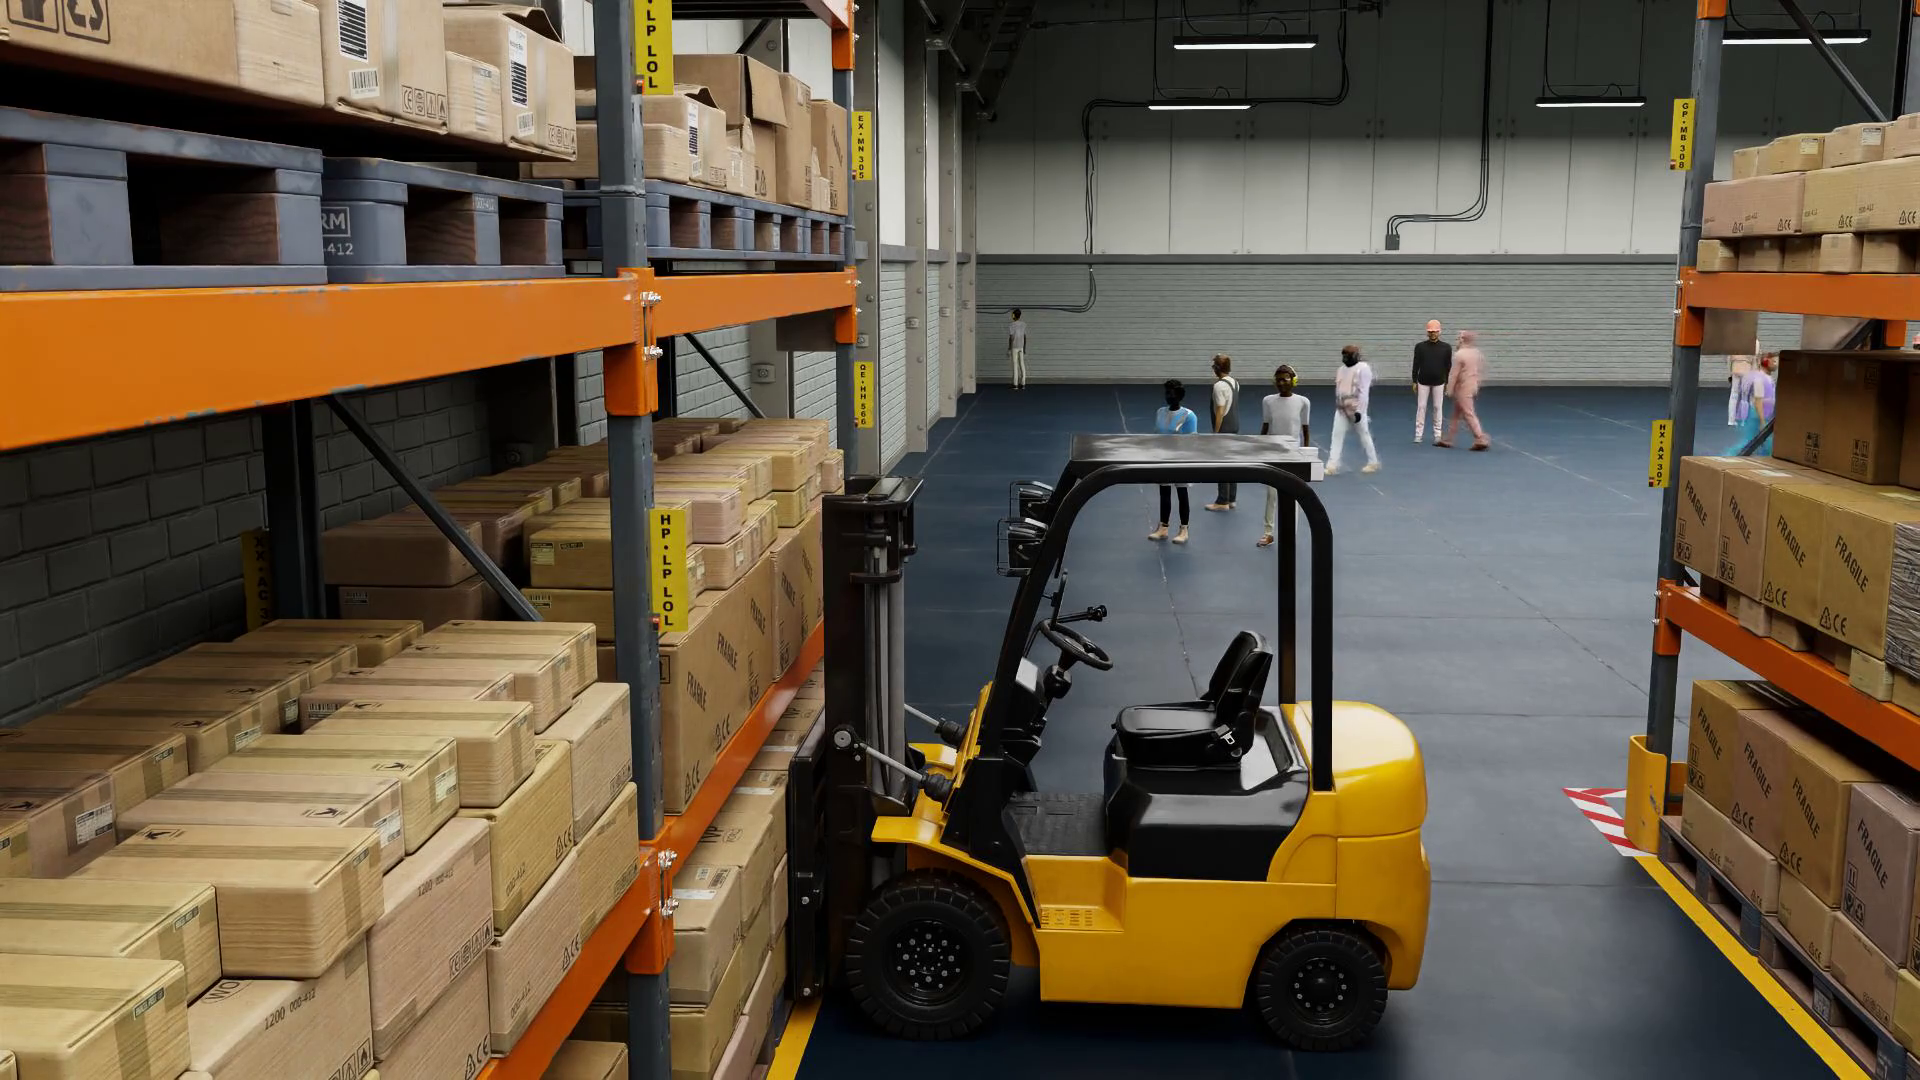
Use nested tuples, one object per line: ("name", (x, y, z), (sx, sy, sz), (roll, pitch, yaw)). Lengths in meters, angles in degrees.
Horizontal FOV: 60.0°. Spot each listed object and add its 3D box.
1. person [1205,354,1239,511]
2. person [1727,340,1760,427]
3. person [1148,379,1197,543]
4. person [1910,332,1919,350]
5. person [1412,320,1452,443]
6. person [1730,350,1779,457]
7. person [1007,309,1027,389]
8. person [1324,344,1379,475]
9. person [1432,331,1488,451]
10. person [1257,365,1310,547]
("person", (3.073, -1.251, 19.426), (0.351, 1.843, 0.506), (6, 11, 34))
("person", (13.932, -2.970, 29.573), (0.357, 1.930, 0.591), (-6, 11, -32))
("person", (2.208, -0.817, 17.229), (0.532, 1.697, 0.320), (9, 13, 44))
("person", (14.126, -2.126, 24.572), (0.978, 1.883, 0.567), (3, 10, 20))
("person", (7.607, -2.551, 26.837), (0.617, 1.994, 0.381), (3, 10, 15))
("person", (10.213, -1.530, 21.273), (0.979, 1.801, 0.586), (8, 12, 41))
("person", (1.314, -4.443, 38.683), (0.521, 1.873, 0.335), (-6, 11, -33))
("person", (5.413, -1.789, 22.852), (0.956, 1.801, 0.620), (-6, 11, -33))
("person", (7.850, -2.322, 25.900), (0.993, 1.861, 0.643), (8, 12, 41))
("person", (3.291, -0.847, 16.893), (0.513, 1.871, 0.329), (4, 10, 24))
